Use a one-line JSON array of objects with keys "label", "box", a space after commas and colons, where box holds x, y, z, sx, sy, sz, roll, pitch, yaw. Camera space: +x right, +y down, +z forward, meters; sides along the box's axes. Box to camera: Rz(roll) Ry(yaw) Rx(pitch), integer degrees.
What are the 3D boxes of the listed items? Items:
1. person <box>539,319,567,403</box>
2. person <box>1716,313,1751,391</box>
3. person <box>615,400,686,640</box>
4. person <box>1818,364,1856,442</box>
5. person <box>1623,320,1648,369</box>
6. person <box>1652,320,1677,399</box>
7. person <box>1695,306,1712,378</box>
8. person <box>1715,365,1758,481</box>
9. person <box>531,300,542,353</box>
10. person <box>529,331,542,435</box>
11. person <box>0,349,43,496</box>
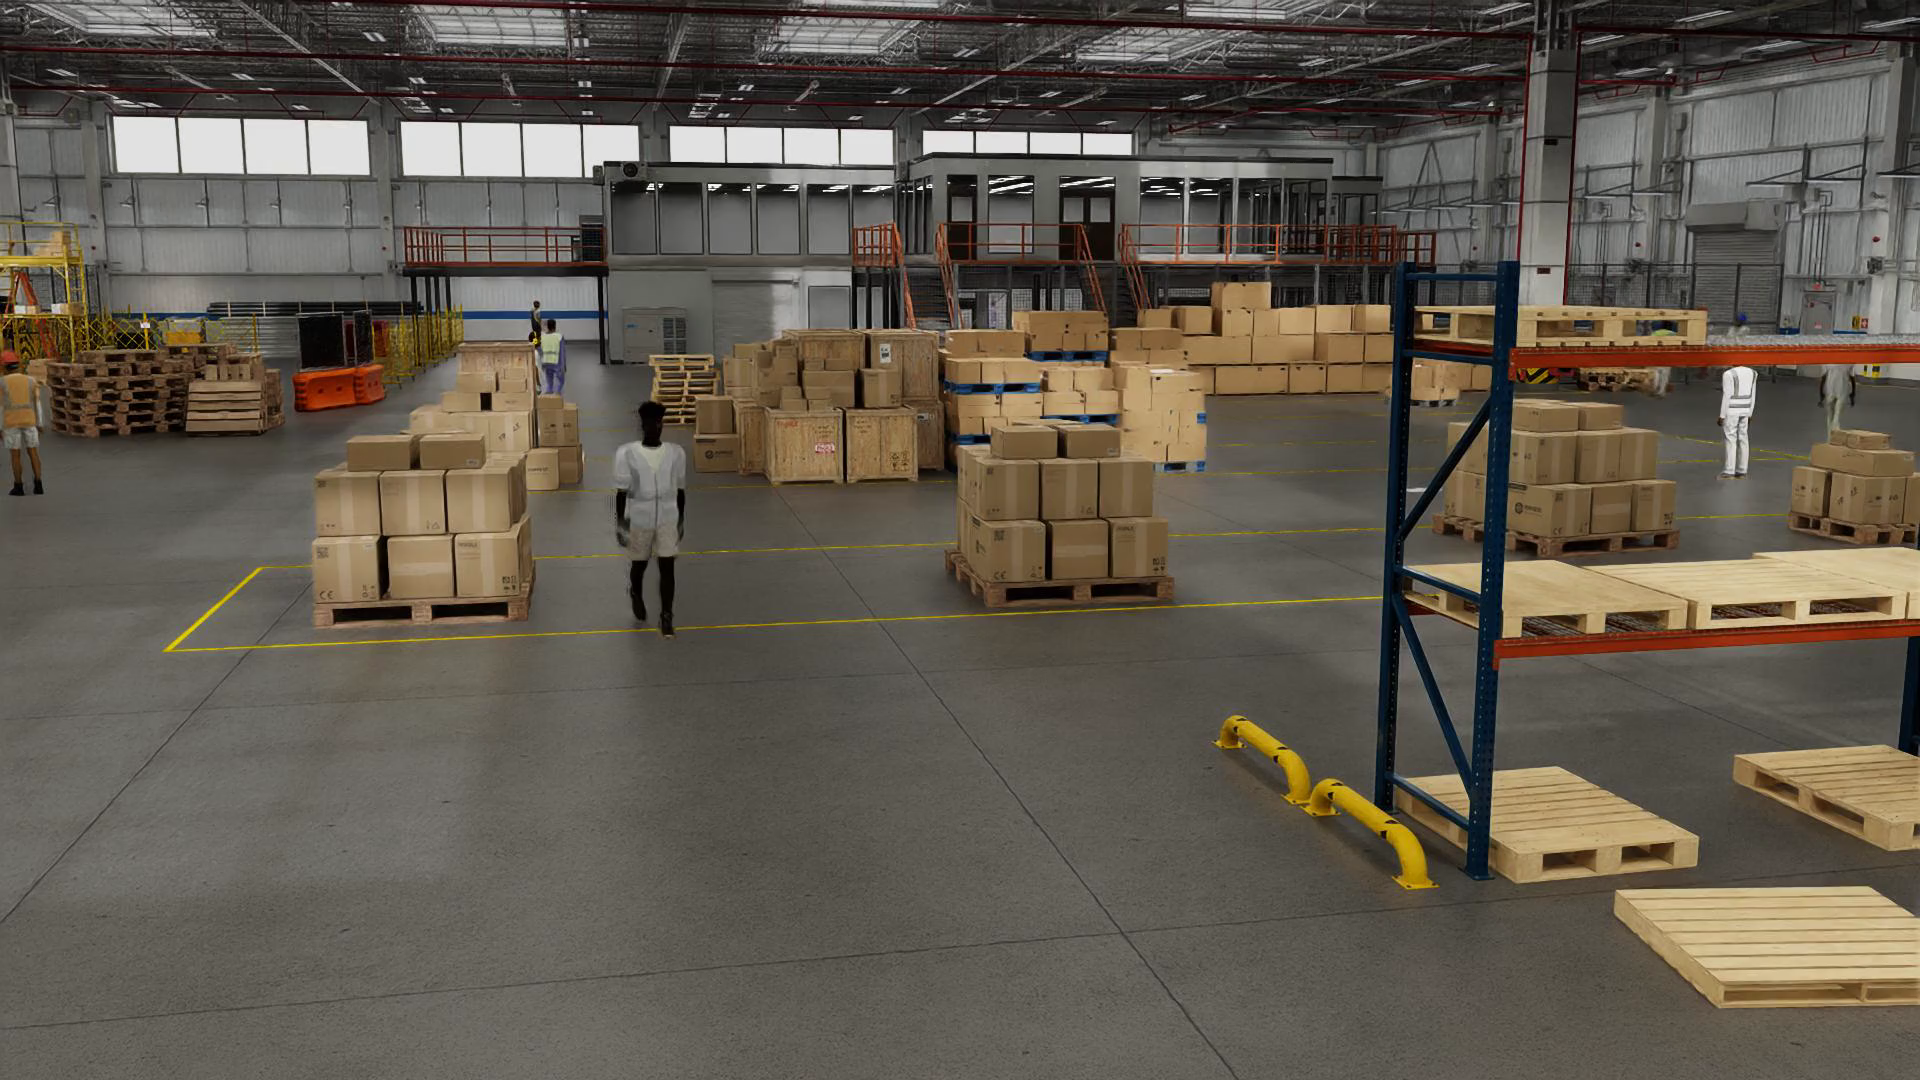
[{"label": "person", "box": [-8.706, -3.790, 35.696, 0.631, 1.897, 0.617, 1, 9, 9]}, {"label": "person", "box": [18.689, -4.512, 40.117, 0.398, 1.898, 0.686, -7, 12, -38]}, {"label": "person", "box": [-2.552, -0.196, 13.704, 0.611, 1.942, 0.890, -4, 10, -20]}, {"label": "person", "box": [14.410, -2.380, 27.328, 0.529, 1.838, 0.936, 6, 11, 34]}, {"label": "person", "box": [18.457, -5.357, 45.538, 0.947, 1.797, 0.639, 4, 10, 25]}, {"label": "person", "box": [16.080, -4.120, 37.940, 0.498, 1.825, 0.650, -7, 12, -38]}, {"label": "person", "box": [19.873, -5.275, 44.559, 0.554, 1.965, 0.700, -1, 9, -8]}, {"label": "person", "box": [10.968, -1.780, 23.501, 0.585, 1.882, 0.337, -4, 10, -21]}, {"label": "person", "box": [-14.830, -7.464, 58.274, 0.328, 1.842, 0.516, -9, 13, -43]}, {"label": "person", "box": [-7.642, -2.815, 29.908, 0.328, 1.859, 0.500, -6, 11, -31]}, {"label": "person", "box": [-12.408, -1.545, 21.918, 0.378, 1.932, 0.552, 8, 12, 41]}]
